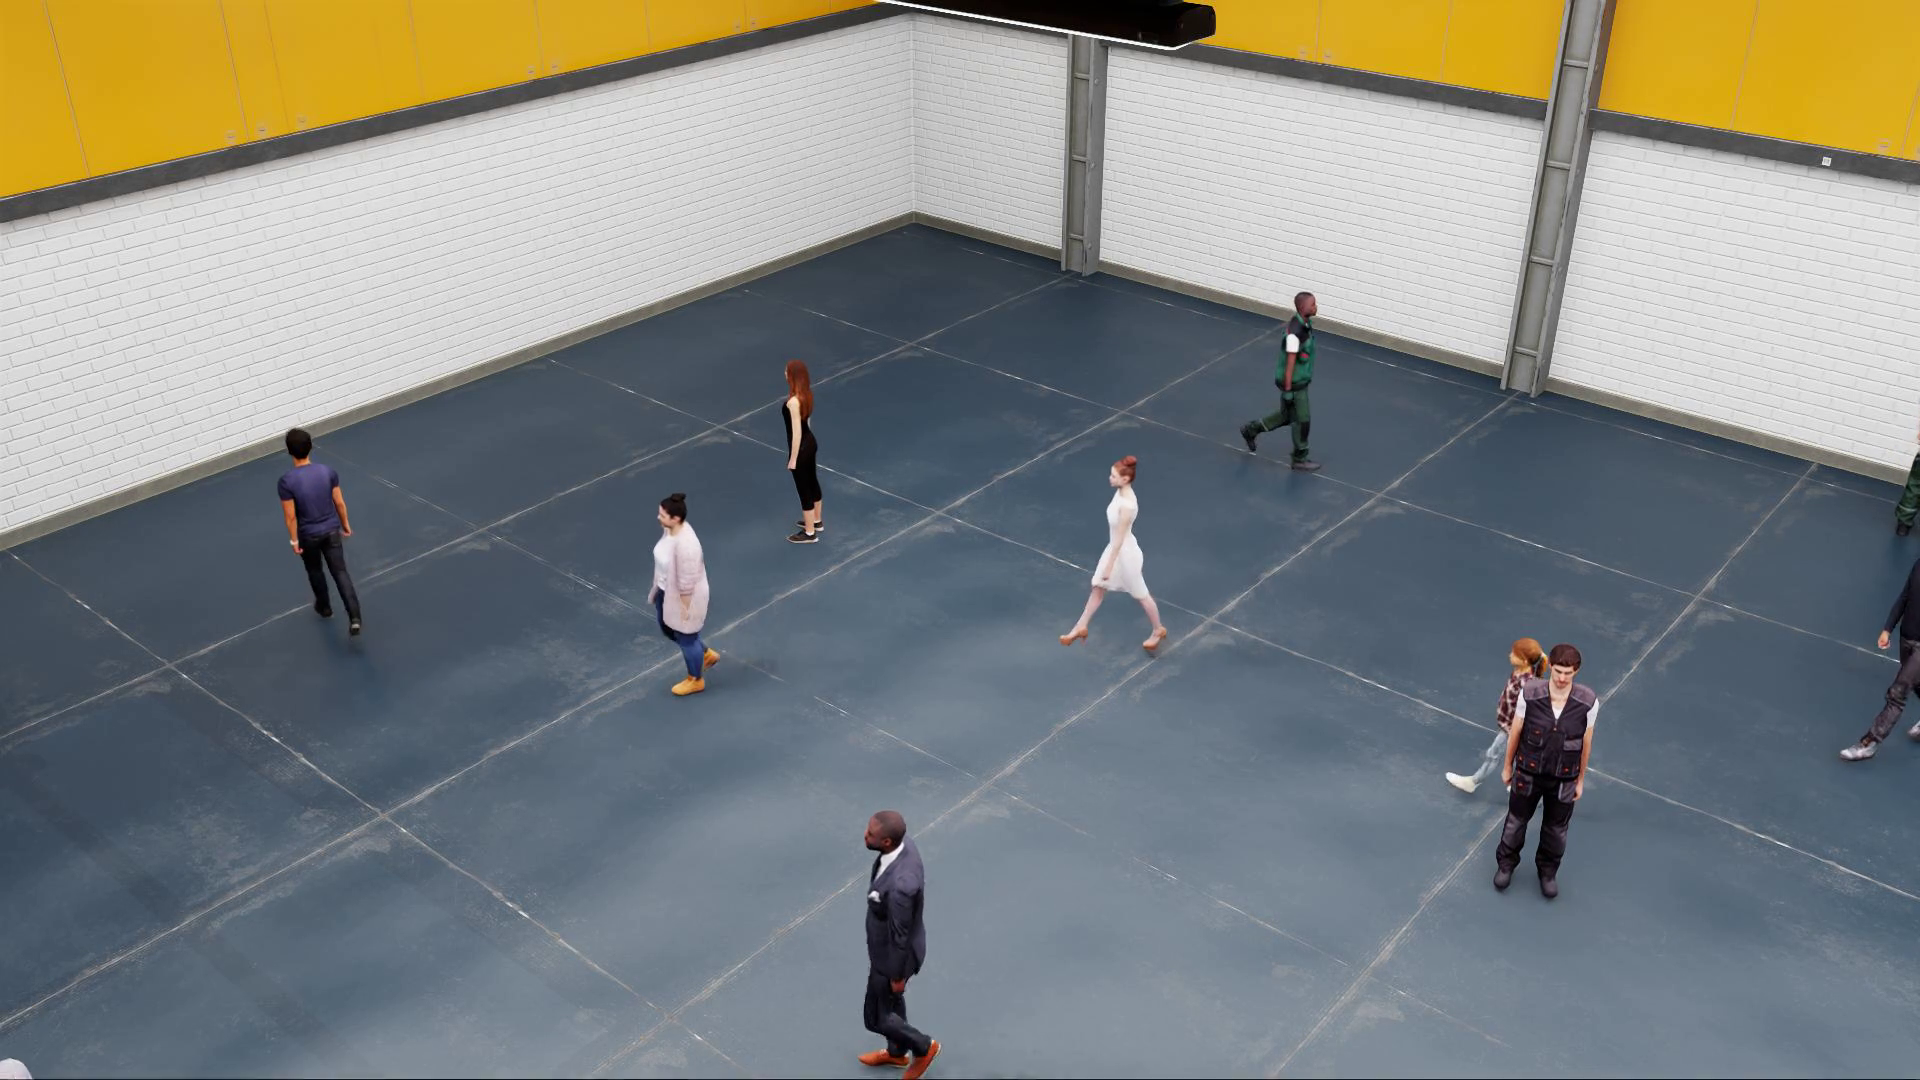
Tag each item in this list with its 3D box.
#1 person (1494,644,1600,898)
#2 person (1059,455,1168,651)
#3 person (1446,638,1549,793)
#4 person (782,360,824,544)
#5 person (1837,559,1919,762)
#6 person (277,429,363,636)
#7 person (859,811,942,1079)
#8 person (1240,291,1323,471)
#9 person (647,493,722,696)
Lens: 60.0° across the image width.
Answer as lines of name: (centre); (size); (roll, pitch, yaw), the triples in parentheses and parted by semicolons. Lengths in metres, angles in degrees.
person: (3.729, 1.443, 10.561); (0.650, 1.846, 0.787); (9, 30, 15)
person: (1.378, 0.177, 12.996); (1.127, 1.736, 1.049); (-1, 29, -3)
person: (3.908, 1.268, 11.482); (0.958, 1.271, 0.757); (8, 30, 15)
person: (-1.399, -0.801, 14.800); (0.646, 1.726, 0.641); (7, 29, 12)
person: (6.950, 0.729, 11.897); (1.173, 1.820, 1.262); (-8, 30, -15)
person: (-5.111, -0.020, 13.331); (0.829, 1.761, 1.183); (-20, 34, -32)
person: (-0.282, 2.247, 9.129); (0.914, 1.806, 0.857); (-2, 29, -3)
person: (3.144, -1.538, 16.057); (1.178, 1.816, 0.919); (10, 30, 18)
person: (-2.025, 0.389, 12.609); (0.941, 1.735, 0.860); (-11, 30, -19)
